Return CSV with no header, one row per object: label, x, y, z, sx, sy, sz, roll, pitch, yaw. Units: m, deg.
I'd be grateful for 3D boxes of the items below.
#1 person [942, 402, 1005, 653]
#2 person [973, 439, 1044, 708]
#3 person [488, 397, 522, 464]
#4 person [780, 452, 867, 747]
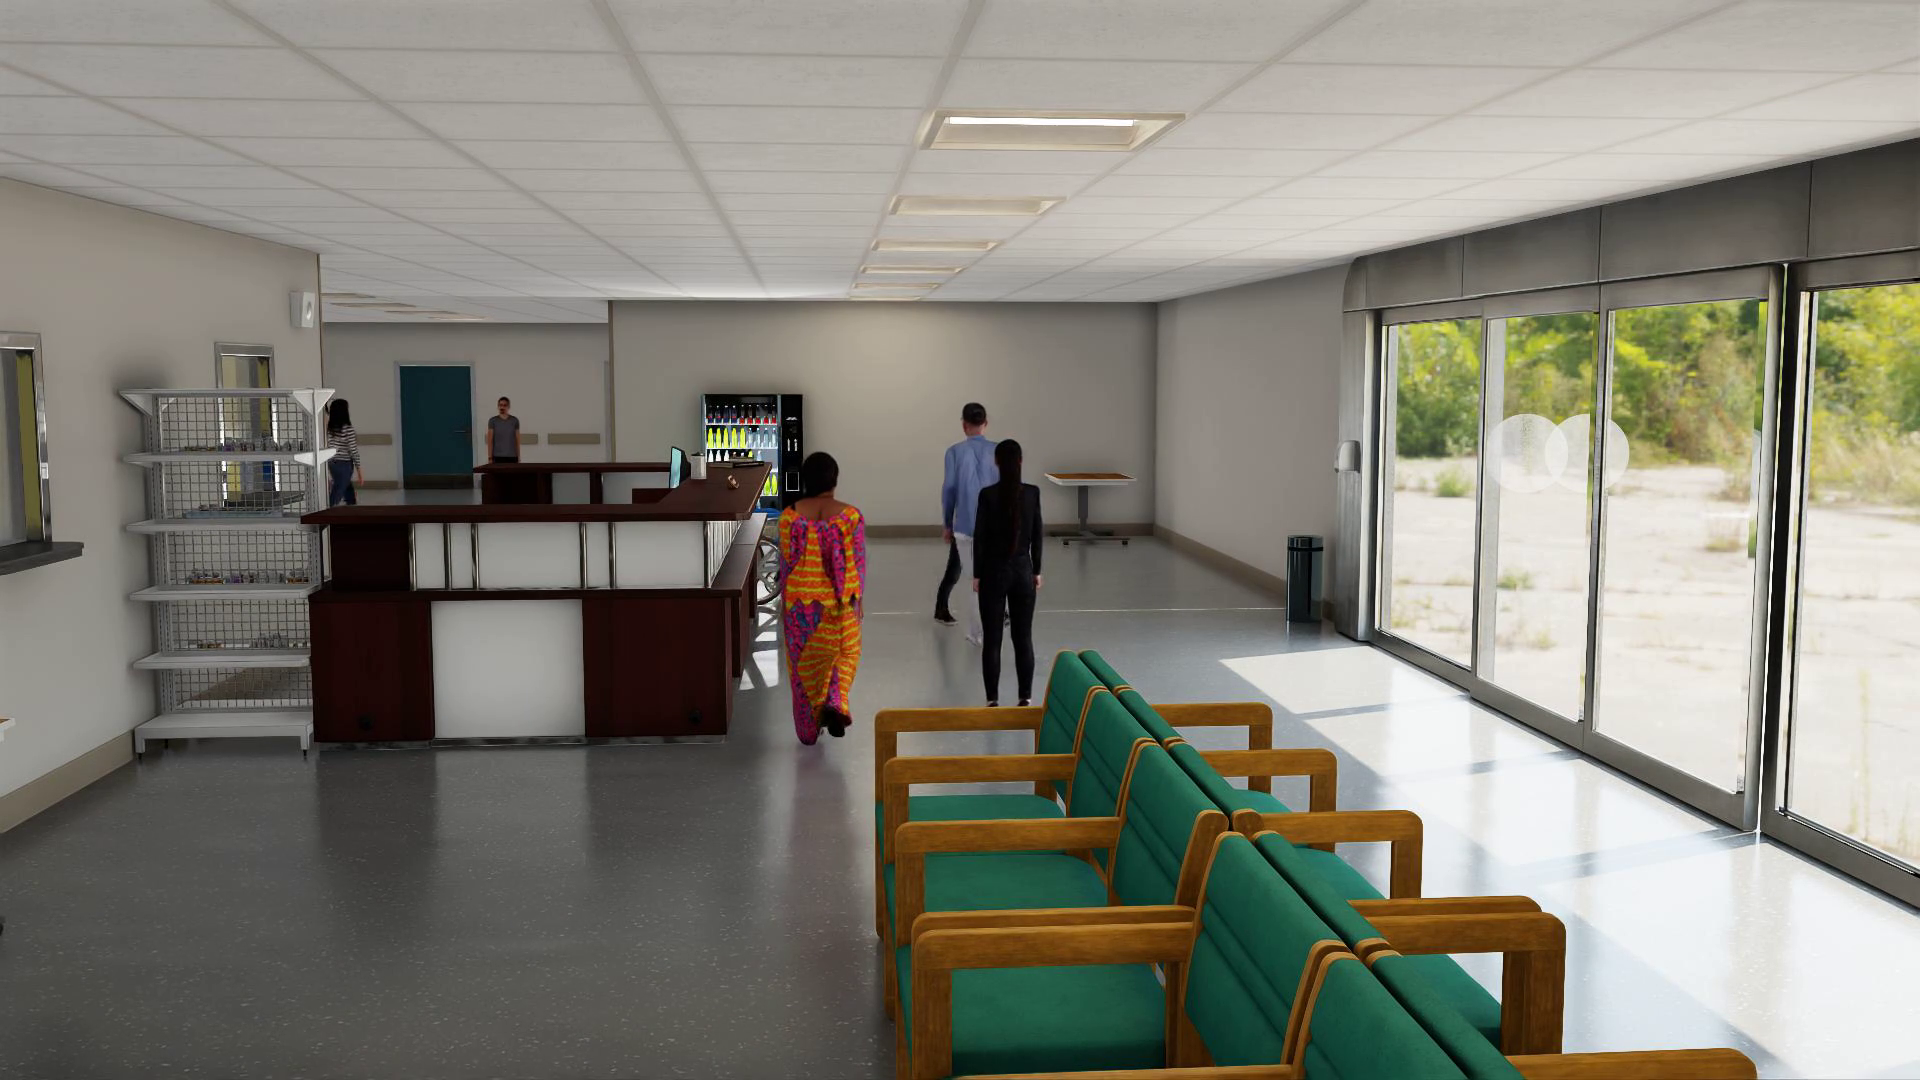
person,0.176,-0.053,12.264,1.140,1.833,0.845,-1,6,-13
person,0.287,0.251,9.849,0.473,1.712,0.664,-1,6,-14
person,-6.531,-1.178,23.848,0.600,1.753,0.747,-3,6,-27
person,-0.783,0.337,9.279,0.811,1.655,0.742,0,6,0
